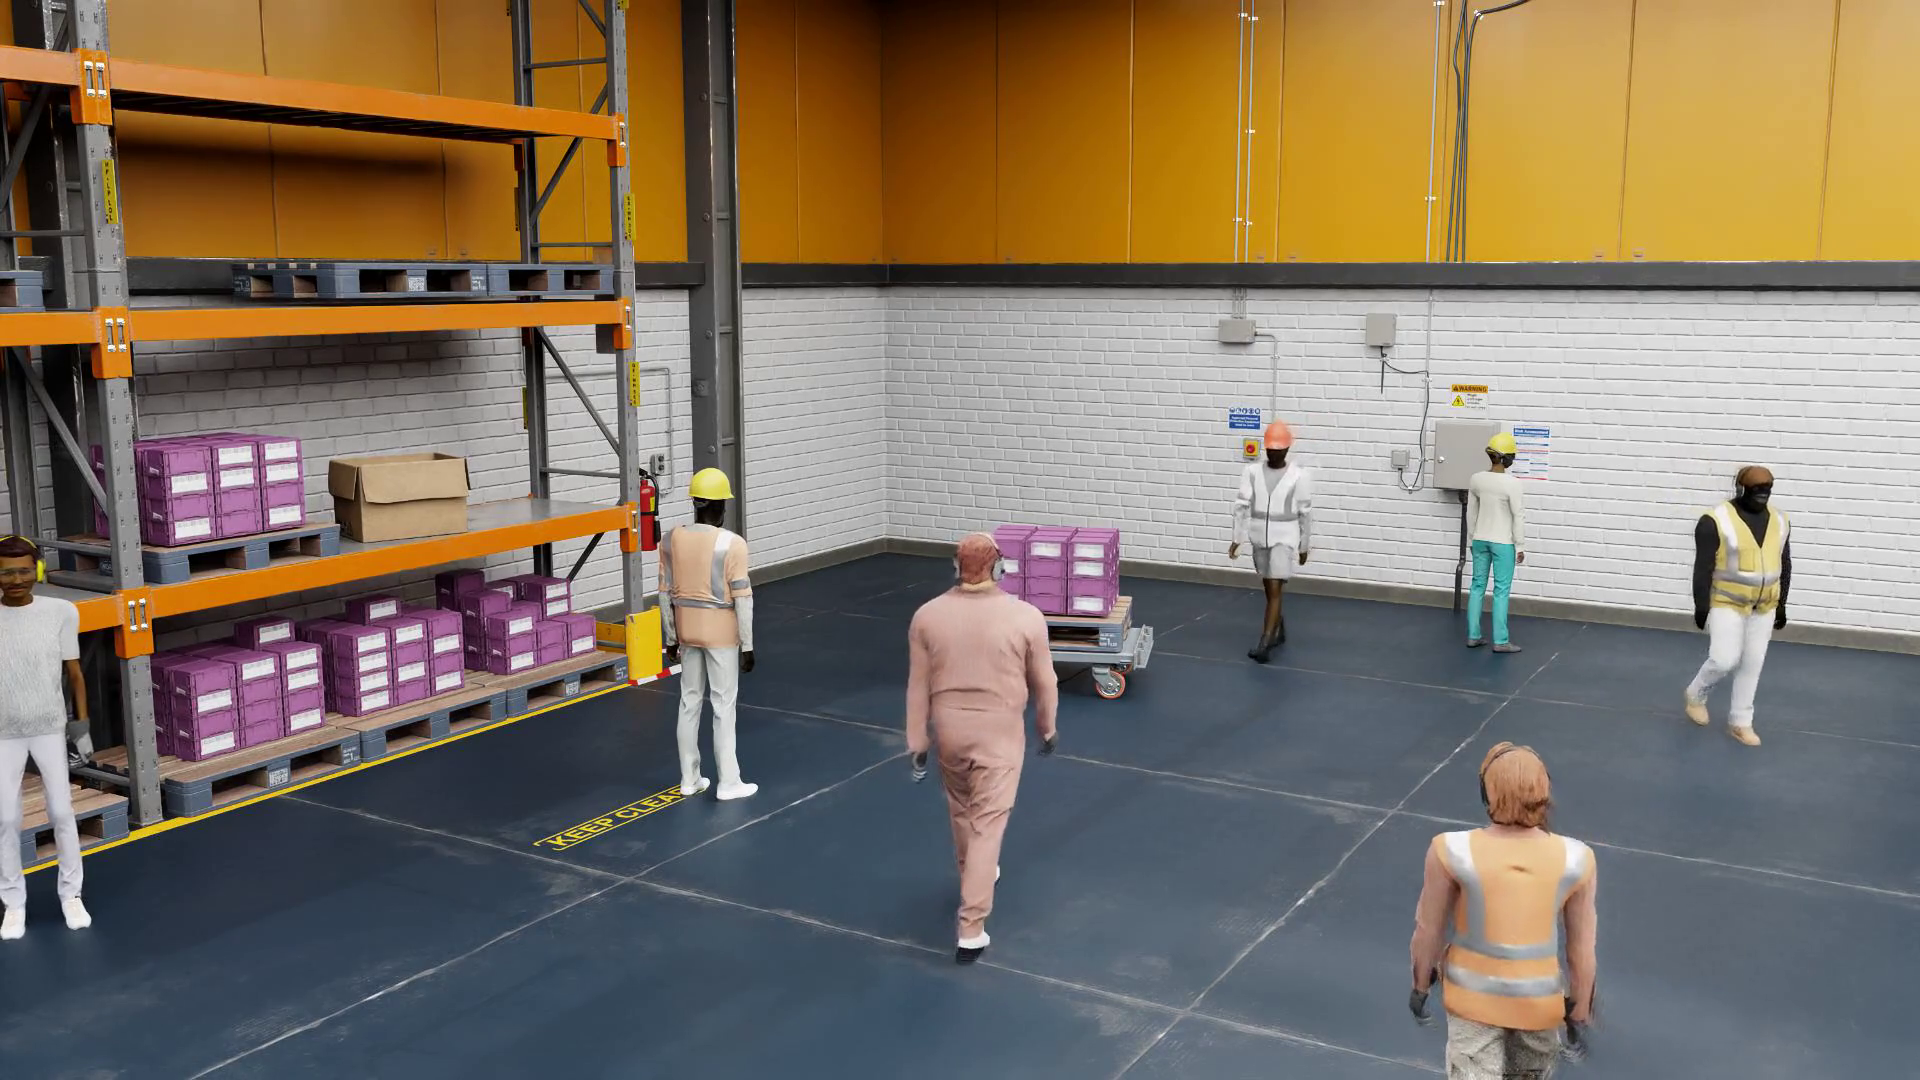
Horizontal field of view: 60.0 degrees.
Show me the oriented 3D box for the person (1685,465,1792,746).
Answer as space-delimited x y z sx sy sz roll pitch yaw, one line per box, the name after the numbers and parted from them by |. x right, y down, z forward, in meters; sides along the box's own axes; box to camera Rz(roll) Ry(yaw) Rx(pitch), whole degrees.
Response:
5.041 0.409 10.770 0.624 1.828 0.506 -1 9 -7 | person

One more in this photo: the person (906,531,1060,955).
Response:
0.104 0.893 7.635 0.649 1.861 0.982 3 10 19 | person

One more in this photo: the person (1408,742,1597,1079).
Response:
1.645 1.413 5.120 0.518 1.619 0.581 0 9 1 | person

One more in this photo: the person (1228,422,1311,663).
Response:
2.470 0.001 13.160 0.554 1.878 1.037 5 10 29 | person

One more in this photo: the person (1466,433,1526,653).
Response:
4.305 0.022 13.339 0.310 1.768 0.533 -6 11 -34 | person

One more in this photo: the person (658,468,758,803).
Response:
-1.438 0.544 9.576 0.595 1.925 0.375 4 10 24 | person

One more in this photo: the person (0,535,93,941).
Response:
-4.269 0.894 7.615 0.513 1.861 0.327 -5 10 -28 | person
